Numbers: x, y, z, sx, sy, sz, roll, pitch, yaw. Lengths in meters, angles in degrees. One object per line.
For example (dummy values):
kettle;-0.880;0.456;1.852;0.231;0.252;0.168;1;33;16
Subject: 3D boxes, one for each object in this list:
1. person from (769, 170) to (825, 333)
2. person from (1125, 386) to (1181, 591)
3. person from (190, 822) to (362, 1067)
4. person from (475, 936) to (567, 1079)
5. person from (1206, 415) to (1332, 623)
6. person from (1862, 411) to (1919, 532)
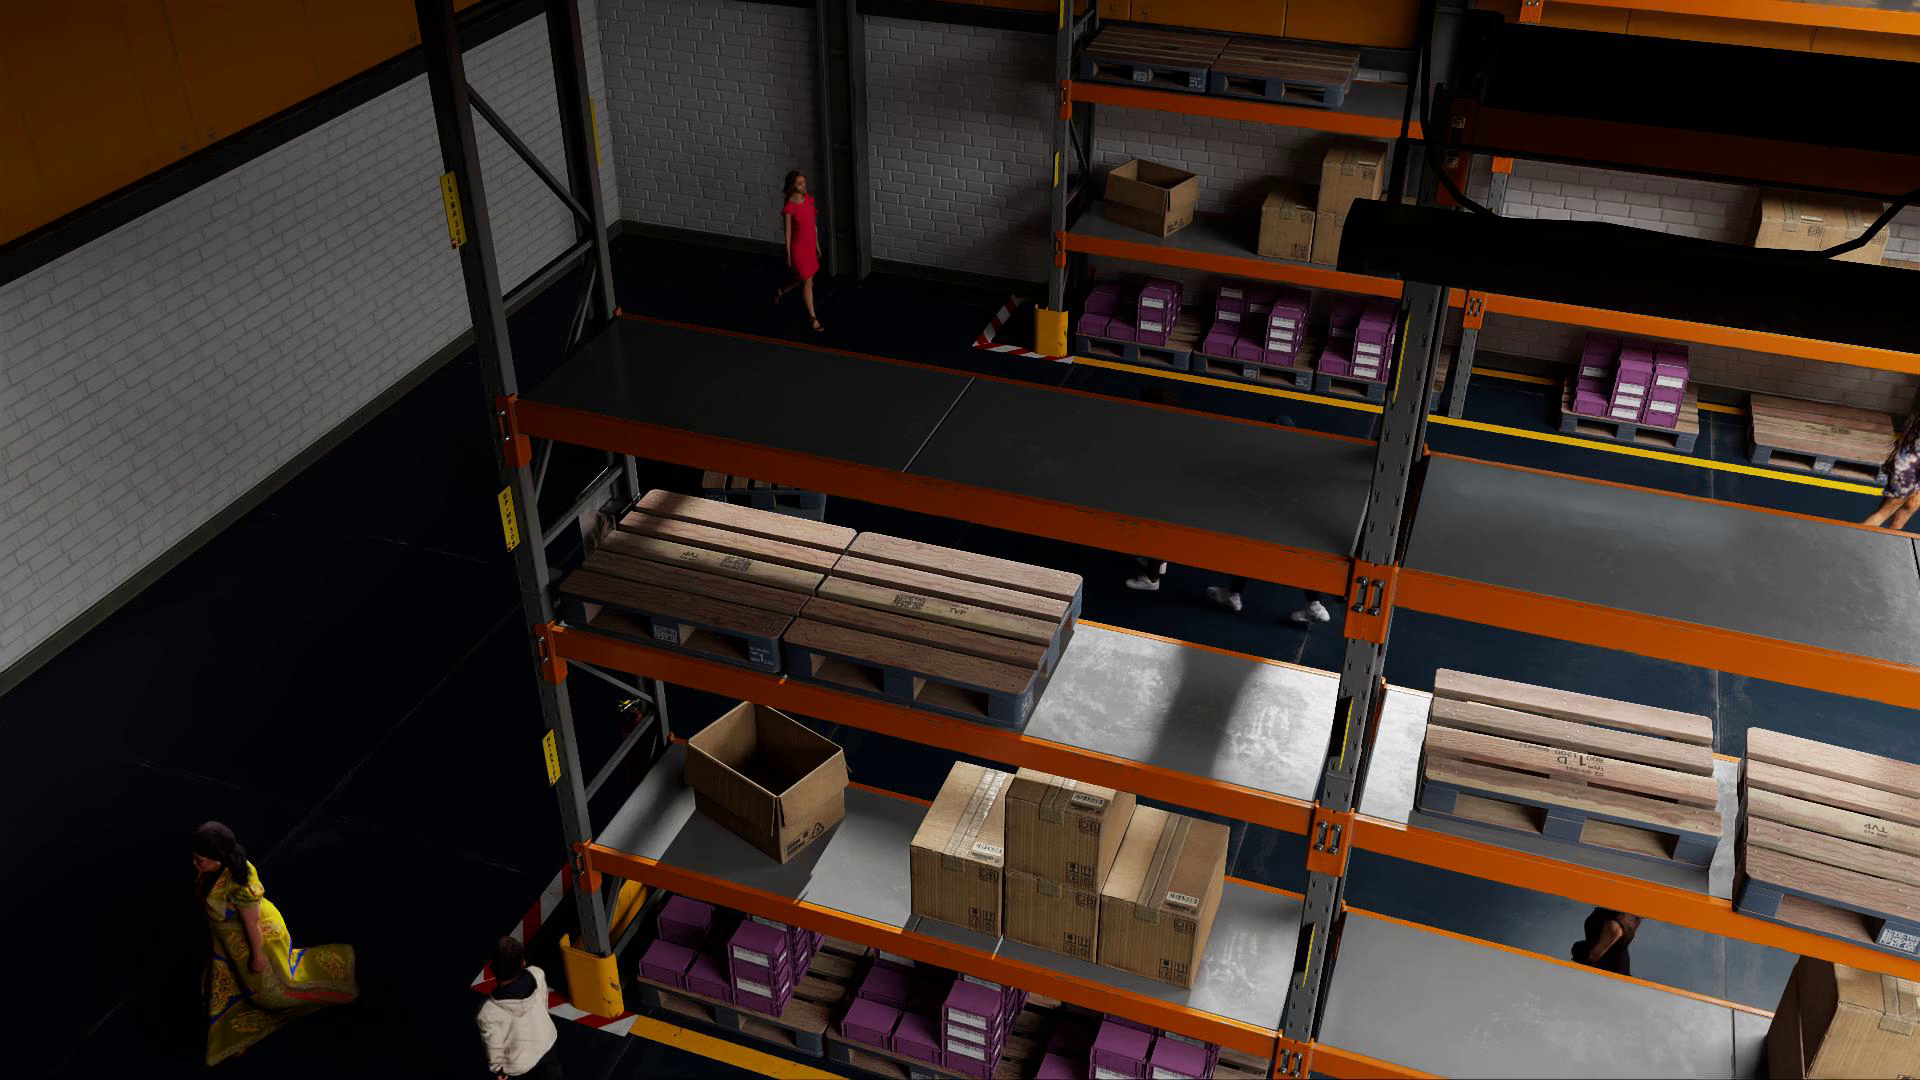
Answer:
person;-1.678;-2.985;17.028;1.003;1.705;0.721;20;39;28
person;1.554;-0.422;13.104;0.550;1.780;0.615;12;35;18
person;-3.910;2.178;9.320;1.235;1.638;1.047;22;40;30
person;-2.229;2.702;8.724;0.850;1.426;1.056;-28;43;-35
person;2.498;-0.111;12.644;1.289;1.772;0.857;18;38;25
person;7.520;-0.541;13.356;0.831;1.701;0.668;3;34;4
